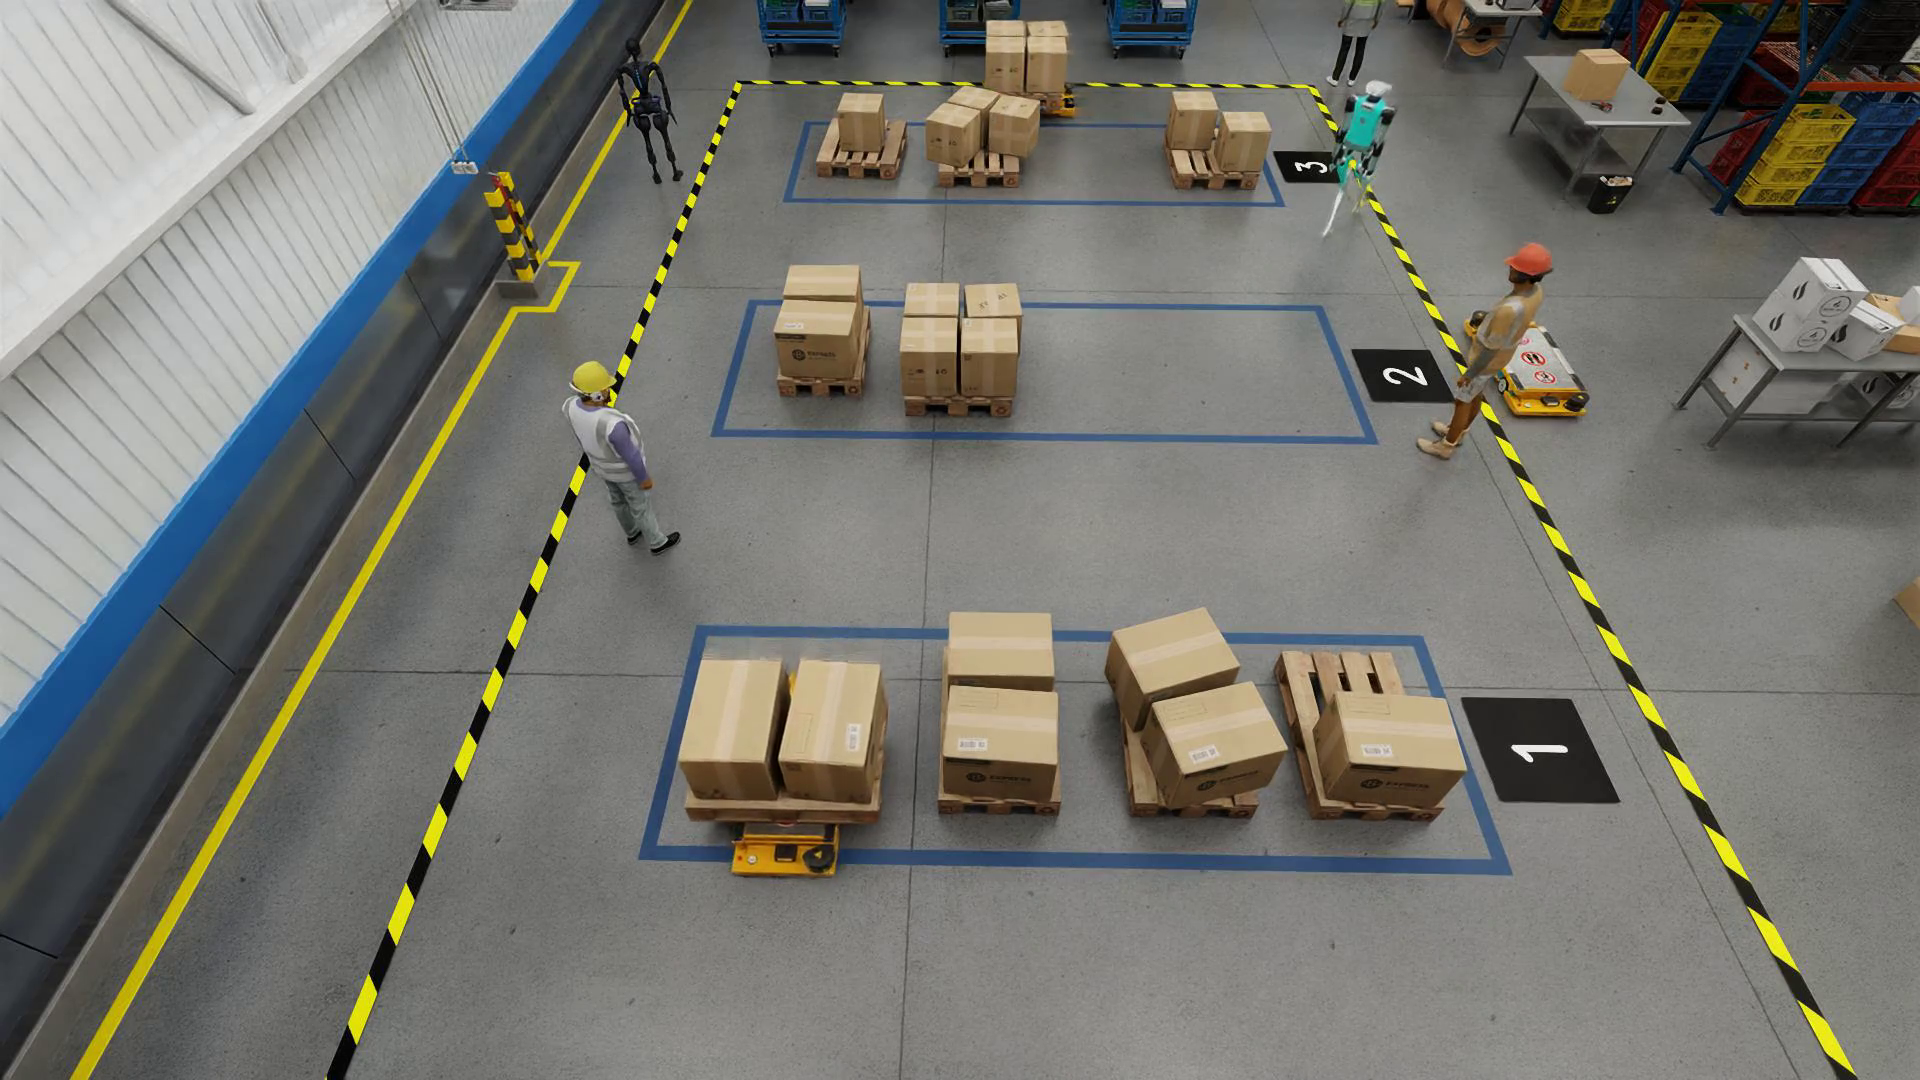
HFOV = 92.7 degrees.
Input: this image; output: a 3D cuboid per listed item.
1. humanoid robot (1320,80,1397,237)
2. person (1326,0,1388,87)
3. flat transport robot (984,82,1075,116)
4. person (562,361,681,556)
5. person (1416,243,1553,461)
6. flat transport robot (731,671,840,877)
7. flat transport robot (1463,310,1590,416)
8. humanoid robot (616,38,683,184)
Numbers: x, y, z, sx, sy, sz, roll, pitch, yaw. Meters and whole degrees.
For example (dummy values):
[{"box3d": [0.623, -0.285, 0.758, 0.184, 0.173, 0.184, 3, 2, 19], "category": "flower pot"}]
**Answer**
[{"box3d": [4.567, -4.359, 10.360, 0.547, 1.793, 0.913, 34, 57, 26], "category": "humanoid robot"}, {"box3d": [5.612, -7.348, 12.847, 0.588, 1.851, 0.384, 2, 49, 2], "category": "person"}, {"box3d": [0.889, -6.217, 12.897, 1.431, 0.197, 0.652, 1, 49, 1], "category": "flat transport robot"}, {"box3d": [-2.596, -0.592, 7.017, 0.587, 1.822, 0.404, 26, 54, 21], "category": "person"}, {"box3d": [4.395, -1.542, 7.696, 0.612, 2.040, 0.391, -35, 58, -26], "category": "person"}, {"box3d": [-1.103, 1.527, 6.193, 0.652, 0.197, 1.431, 1, 49, 1], "category": "flat transport robot"}, {"box3d": [5.573, -1.757, 9.054, 0.659, 0.231, 1.431, 1, 49, 1], "category": "flat transport robot"}, {"box3d": [-3.763, -5.167, 11.067, 0.599, 1.653, 0.315, -8, 50, -7], "category": "humanoid robot"}]
